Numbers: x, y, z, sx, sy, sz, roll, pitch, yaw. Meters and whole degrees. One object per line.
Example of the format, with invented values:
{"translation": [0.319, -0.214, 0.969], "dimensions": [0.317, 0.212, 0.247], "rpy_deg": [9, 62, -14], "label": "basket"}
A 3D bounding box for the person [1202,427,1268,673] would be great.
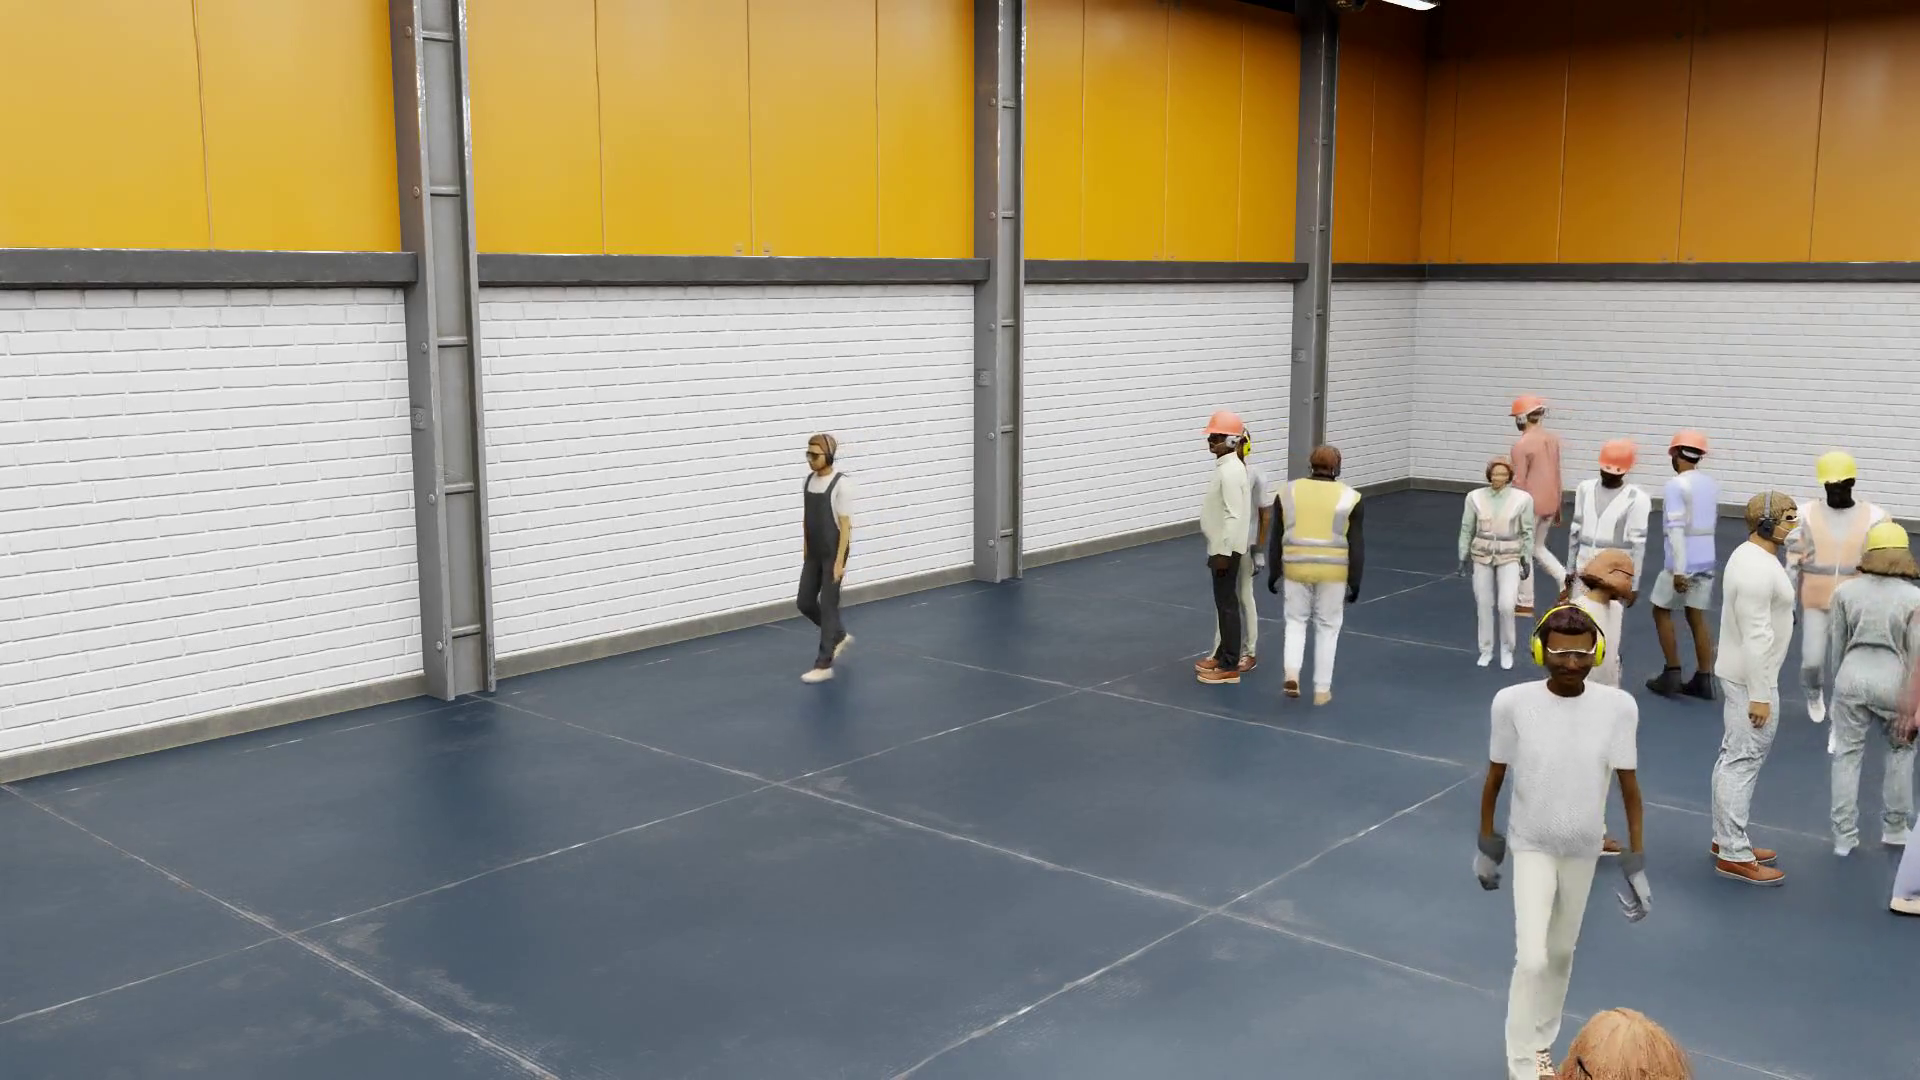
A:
{"translation": [2.066, 0.065, 12.502], "dimensions": [0.310, 1.864, 0.533], "rpy_deg": [-9, 13, -44], "label": "person"}

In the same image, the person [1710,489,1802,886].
{"translation": [3.931, 0.710, 8.224], "dimensions": [0.372, 1.940, 0.630], "rpy_deg": [4, 10, 21], "label": "person"}

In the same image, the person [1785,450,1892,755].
{"translation": [5.561, 0.361, 10.578], "dimensions": [0.590, 1.898, 0.786], "rpy_deg": [5, 10, 29], "label": "person"}

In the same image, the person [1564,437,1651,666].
{"translation": [4.458, 0.216, 11.458], "dimensions": [0.579, 1.890, 0.600], "rpy_deg": [-7, 11, -37], "label": "person"}

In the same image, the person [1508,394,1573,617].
{"translation": [5.023, -0.284, 14.428], "dimensions": [0.625, 1.960, 0.665], "rpy_deg": [-7, 11, -37], "label": "person"}

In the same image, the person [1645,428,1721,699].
{"translation": [5.170, 0.164, 11.782], "dimensions": [0.558, 1.890, 0.600], "rpy_deg": [-4, 10, -26], "label": "person"}

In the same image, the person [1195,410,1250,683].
{"translation": [1.931, 0.048, 12.192], "dimensions": [0.371, 1.996, 0.622], "rpy_deg": [1, 9, 7], "label": "person"}

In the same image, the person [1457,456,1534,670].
{"translation": [4.032, 0.177, 12.548], "dimensions": [0.532, 1.622, 0.477], "rpy_deg": [5, 10, 27], "label": "person"}

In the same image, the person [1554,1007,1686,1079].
{"translation": [1.236, 1.678, 3.148], "dimensions": [0.510, 1.617, 0.631], "rpy_deg": [-1, 9, -4], "label": "person"}

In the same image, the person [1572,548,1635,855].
{"translation": [3.207, 0.837, 8.467], "dimensions": [0.566, 1.607, 0.504], "rpy_deg": [-6, 11, -35], "label": "person"}

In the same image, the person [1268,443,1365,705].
{"translation": [2.458, 0.248, 11.505], "dimensions": [0.673, 1.824, 0.489], "rpy_deg": [4, 10, 21], "label": "person"}

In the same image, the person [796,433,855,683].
{"translation": [-0.984, 0.120, 12.255], "dimensions": [0.537, 1.834, 0.547], "rpy_deg": [8, 12, 42], "label": "person"}

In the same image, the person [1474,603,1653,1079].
{"translation": [2.132, 1.140, 5.840], "dimensions": [0.522, 1.838, 0.783], "rpy_deg": [0, 9, 3], "label": "person"}

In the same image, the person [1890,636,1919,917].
{"translation": [4.708, 0.893, 7.701], "dimensions": [0.810, 1.732, 0.555], "rpy_deg": [-1, 9, -6], "label": "person"}

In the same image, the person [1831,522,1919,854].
{"translation": [4.751, 0.763, 8.607], "dimensions": [0.495, 1.709, 0.646], "rpy_deg": [9, 13, 43], "label": "person"}
